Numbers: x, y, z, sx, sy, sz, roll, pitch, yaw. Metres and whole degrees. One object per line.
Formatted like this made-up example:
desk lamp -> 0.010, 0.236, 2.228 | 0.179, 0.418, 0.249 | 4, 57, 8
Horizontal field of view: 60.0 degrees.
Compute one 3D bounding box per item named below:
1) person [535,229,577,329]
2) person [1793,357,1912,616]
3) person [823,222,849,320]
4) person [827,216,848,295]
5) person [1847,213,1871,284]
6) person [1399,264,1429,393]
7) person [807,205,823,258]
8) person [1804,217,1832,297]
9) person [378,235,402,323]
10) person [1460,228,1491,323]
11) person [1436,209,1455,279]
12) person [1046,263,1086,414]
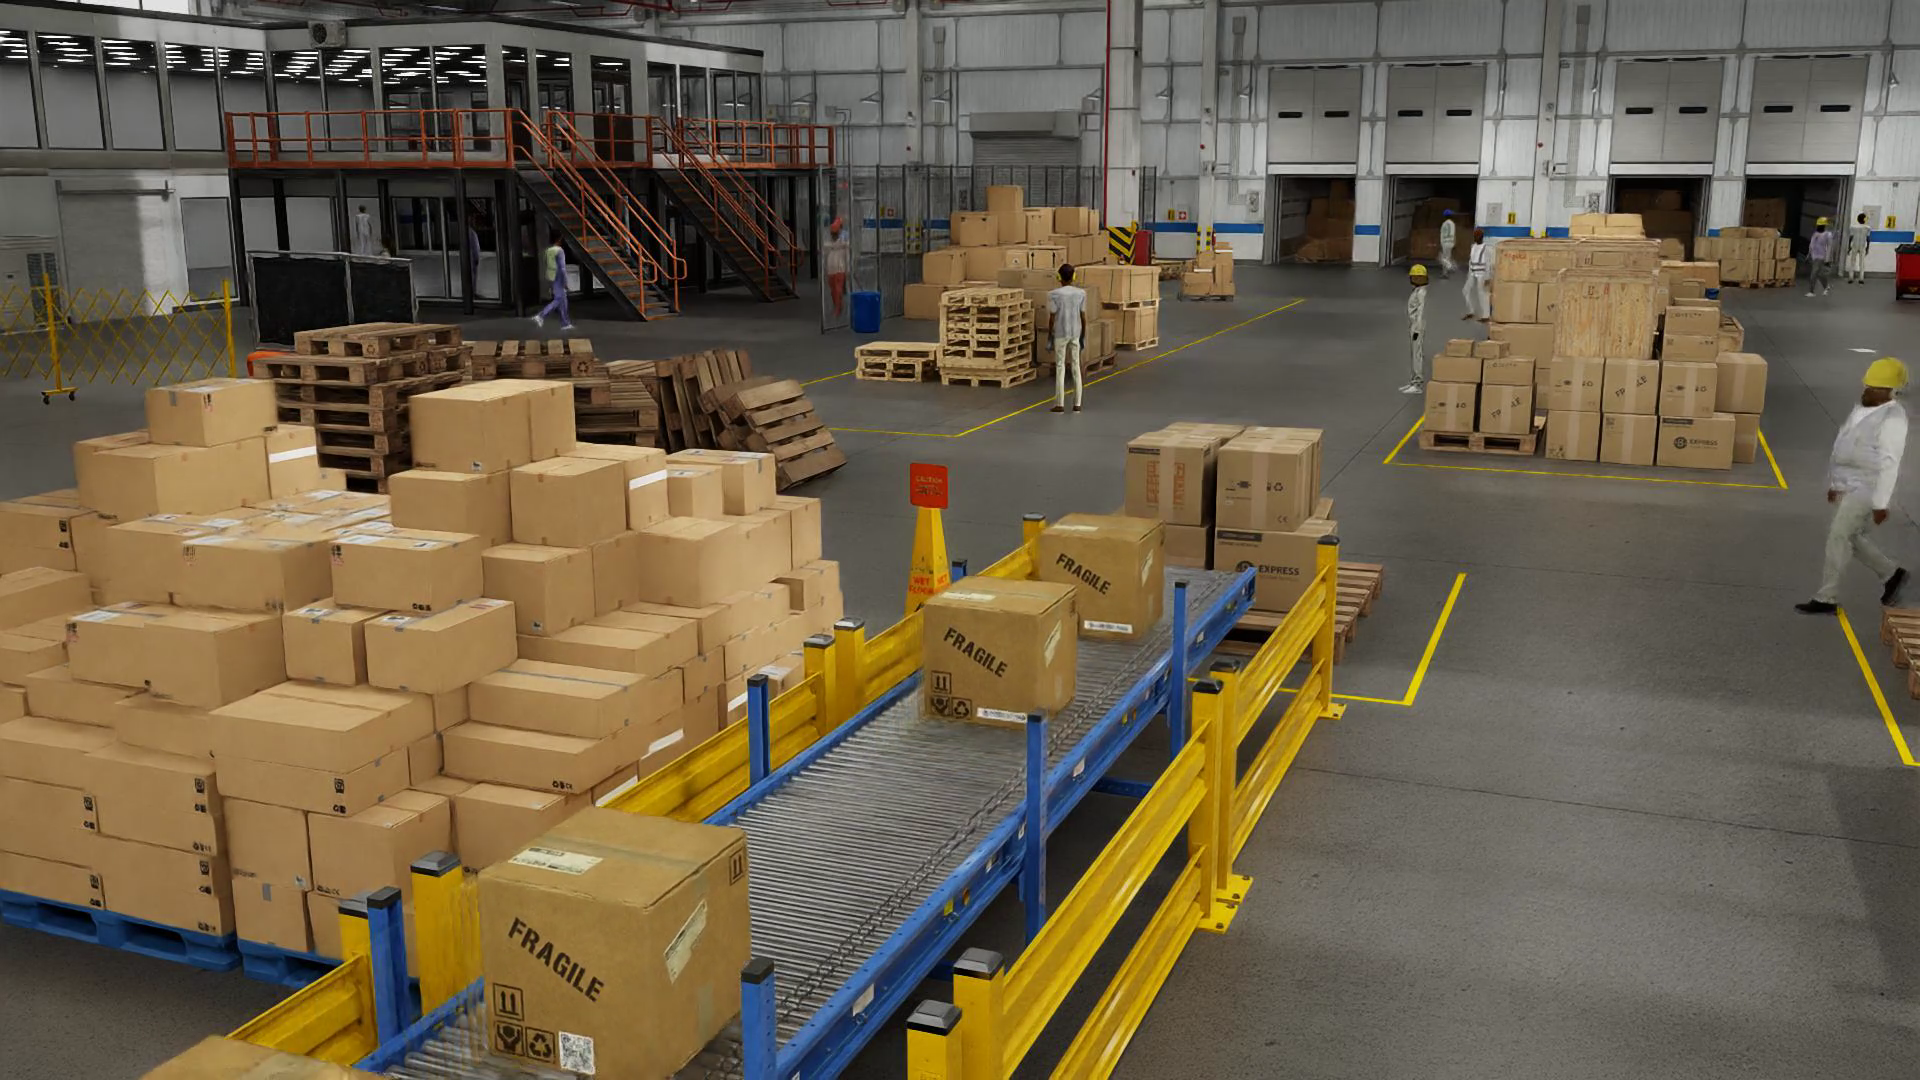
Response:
person -> -7.676, -4.906, 31.412 | 0.775, 1.901, 0.588 | -8, 15, -31
person -> 6.118, -0.356, 11.249 | 0.711, 1.786, 0.608 | 2, 13, 11
person -> -2.527, -5.501, 33.948 | 0.629, 1.968, 0.890 | 3, 13, 12
person -> -2.892, -6.736, 39.582 | 0.547, 1.921, 0.451 | 1, 13, 4
person -> 23.812, -7.710, 44.075 | 0.520, 1.865, 0.332 | 7, 15, 30
person -> 6.192, -2.872, 22.641 | 0.294, 1.744, 0.487 | 1, 13, 7
person -> -5.016, -10.544, 56.879 | 0.736, 1.815, 0.661 | 2, 13, 7
person -> 20.617, -6.780, 39.813 | 0.730, 1.903, 0.600 | -3, 13, -11
person -> -10.447, -4.679, 30.572 | 0.608, 1.826, 0.535 | -5, 14, -22
person -> 10.233, -5.225, 32.953 | 0.694, 1.856, 0.637 | -4, 13, -19
person -> 13.431, -8.163, 45.941 | 0.433, 1.930, 0.633 | 11, 17, 41
person -> 1.324, -2.505, 20.724 | 0.512, 1.865, 0.329 | -3, 13, -13
